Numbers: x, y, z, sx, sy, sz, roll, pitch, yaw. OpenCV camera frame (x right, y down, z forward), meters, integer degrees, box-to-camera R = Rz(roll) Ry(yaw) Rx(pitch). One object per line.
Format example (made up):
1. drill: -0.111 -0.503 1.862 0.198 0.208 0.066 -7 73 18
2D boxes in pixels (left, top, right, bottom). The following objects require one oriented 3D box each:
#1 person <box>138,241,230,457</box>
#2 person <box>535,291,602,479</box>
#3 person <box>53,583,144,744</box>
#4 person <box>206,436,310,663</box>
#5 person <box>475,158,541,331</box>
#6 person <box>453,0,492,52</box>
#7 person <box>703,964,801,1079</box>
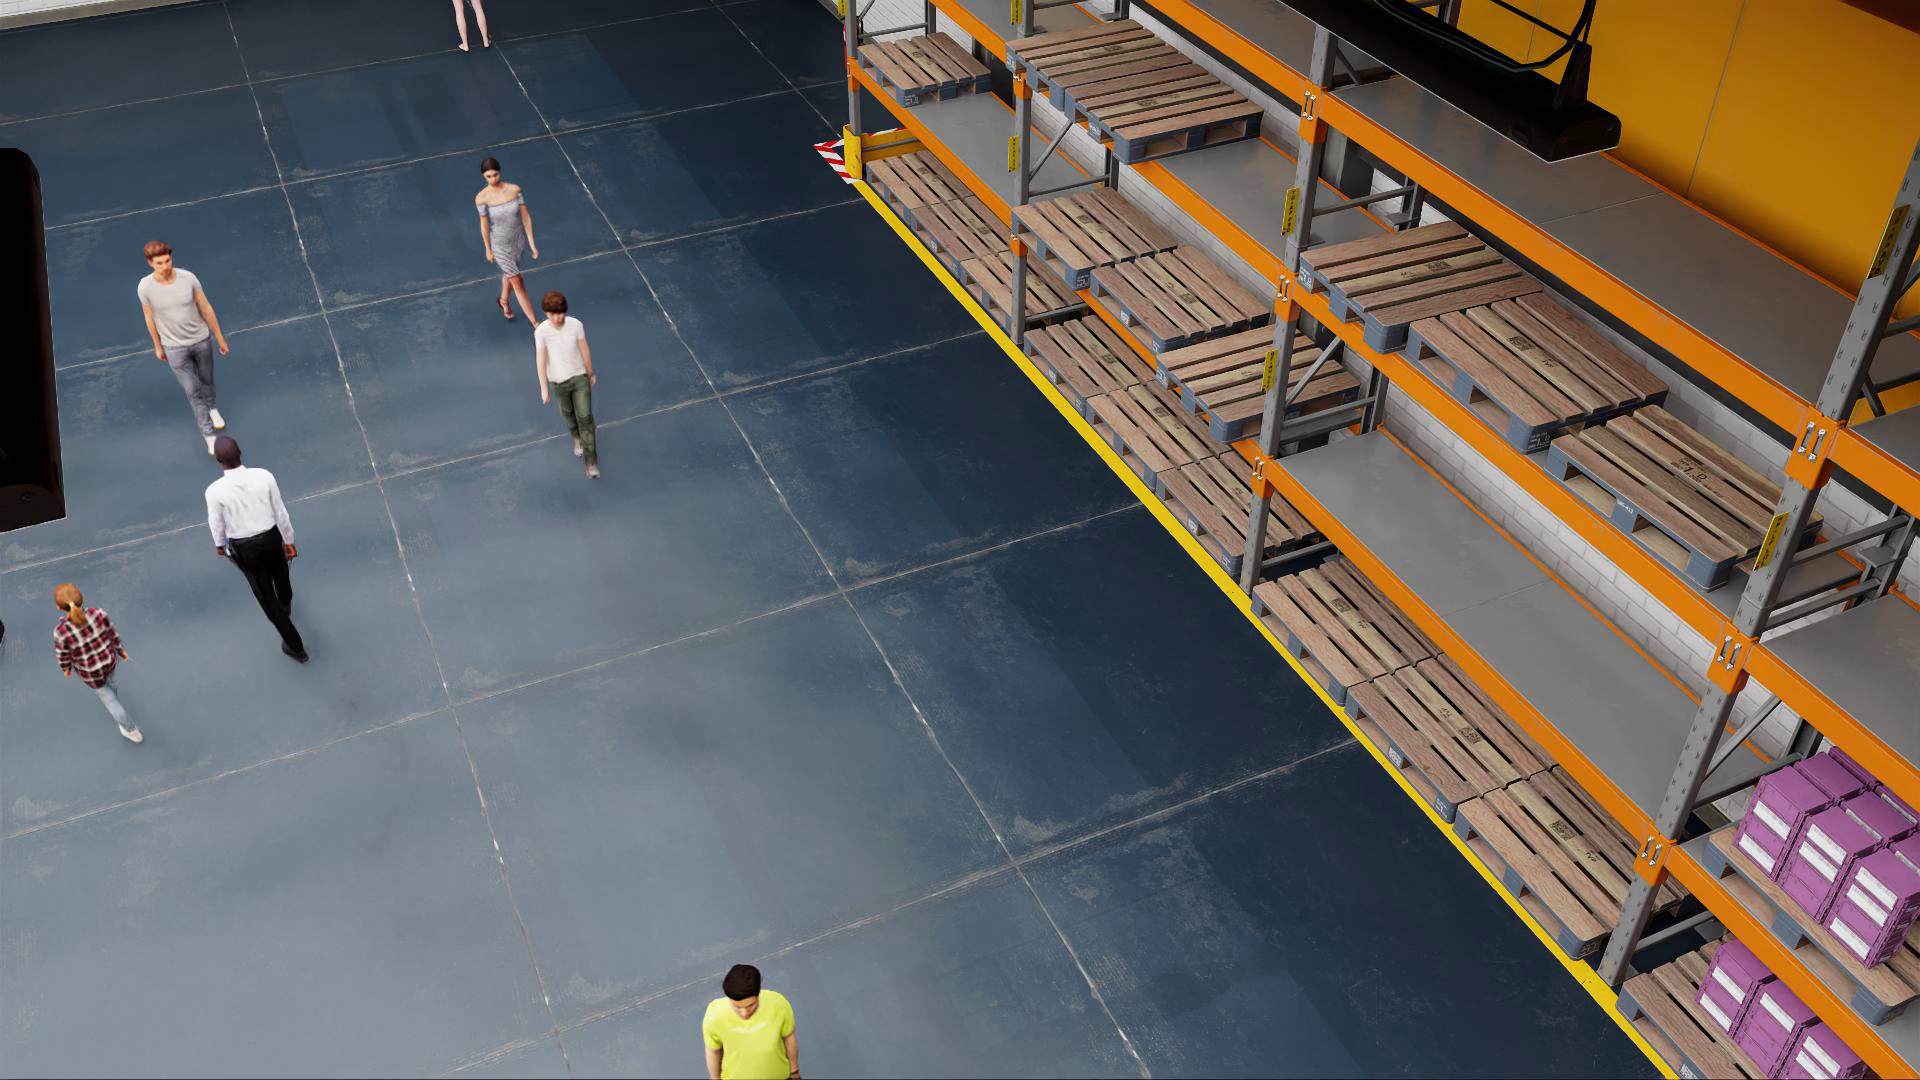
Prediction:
1. person: -6.515 -1.701 13.995 0.789 1.866 1.058 -22 44 -25
2. person: -3.249 -1.368 13.773 0.729 1.623 1.074 -9 40 -12
3. person: -5.821 0.860 11.264 0.954 1.273 0.777 27 46 30
4. person: -4.929 0.116 11.769 0.834 1.804 1.125 -29 47 -31
5. person: -4.202 -2.729 15.362 0.795 1.767 1.150 -28 46 -31
6. person: -6.192 -6.987 20.694 0.558 1.767 0.547 -16 41 -19
7. person: -1.065 2.721 8.586 0.655 1.706 0.583 -8 39 -10
